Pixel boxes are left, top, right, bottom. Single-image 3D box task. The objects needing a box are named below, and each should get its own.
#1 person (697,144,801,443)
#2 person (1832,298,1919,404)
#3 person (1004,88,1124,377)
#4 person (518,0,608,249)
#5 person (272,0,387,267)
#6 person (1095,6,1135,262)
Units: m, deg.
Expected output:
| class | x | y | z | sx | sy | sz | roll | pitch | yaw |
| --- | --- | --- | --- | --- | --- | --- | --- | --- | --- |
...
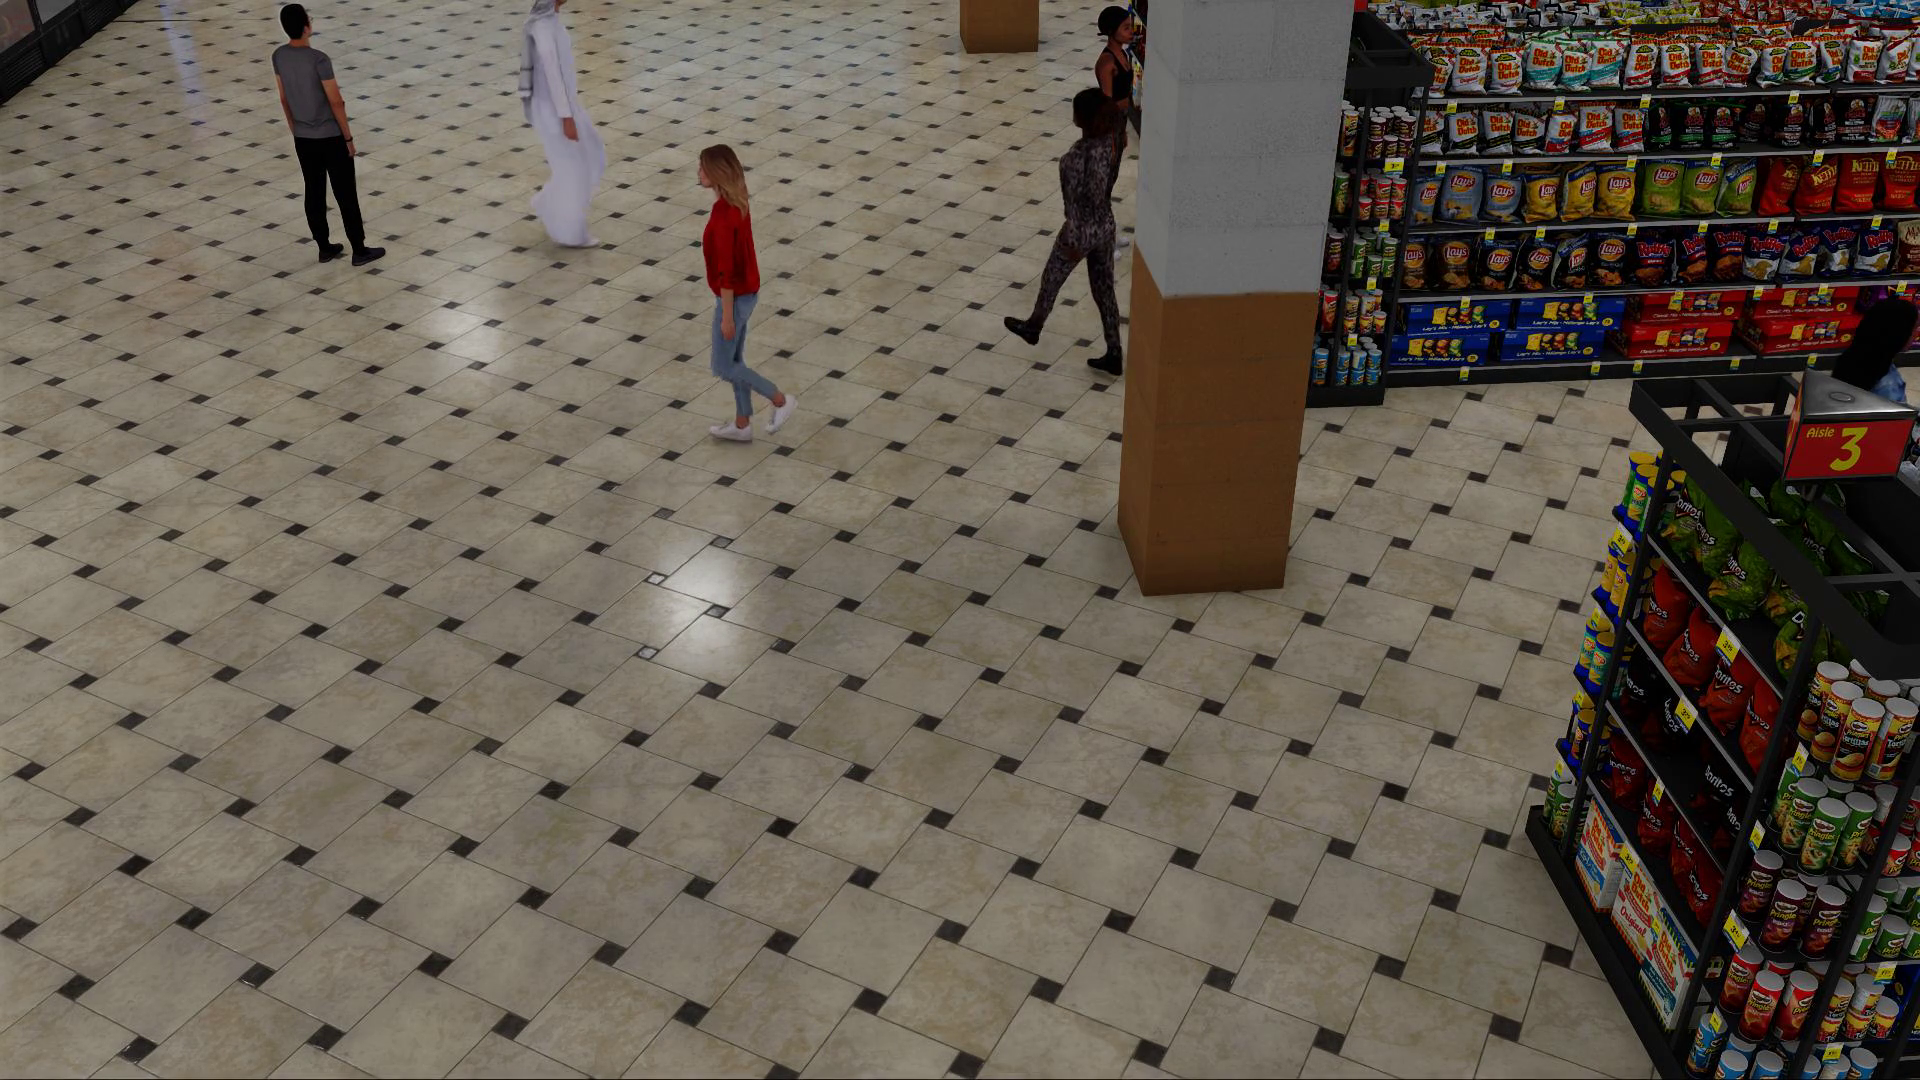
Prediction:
| class | x | y | z | sx | sy | sz | roll | pitch | yaw |
| --- | --- | --- | --- | --- | --- | --- | --- | --- | --- |
| person | -1.139 | -1.266 | 8.911 | 0.789 | 1.690 | 0.679 | 2 | 32 | 3 |
| person | 3.836 | -0.257 | 7.269 | 0.555 | 1.712 | 0.630 | 1 | 32 | 1 |
| person | 0.810 | -1.742 | 9.690 | 1.117 | 1.674 | 1.070 | 24 | 39 | 34 |
| person | -2.850 | -2.922 | 11.364 | 0.807 | 1.910 | 0.728 | 0 | 32 | 0 |
| person | -4.300 | -2.713 | 11.175 | 0.604 | 1.755 | 0.739 | 8 | 33 | 13 |
| person | 1.021 | -2.782 | 11.339 | 0.649 | 1.700 | 0.653 | 10 | 33 | 16 |
